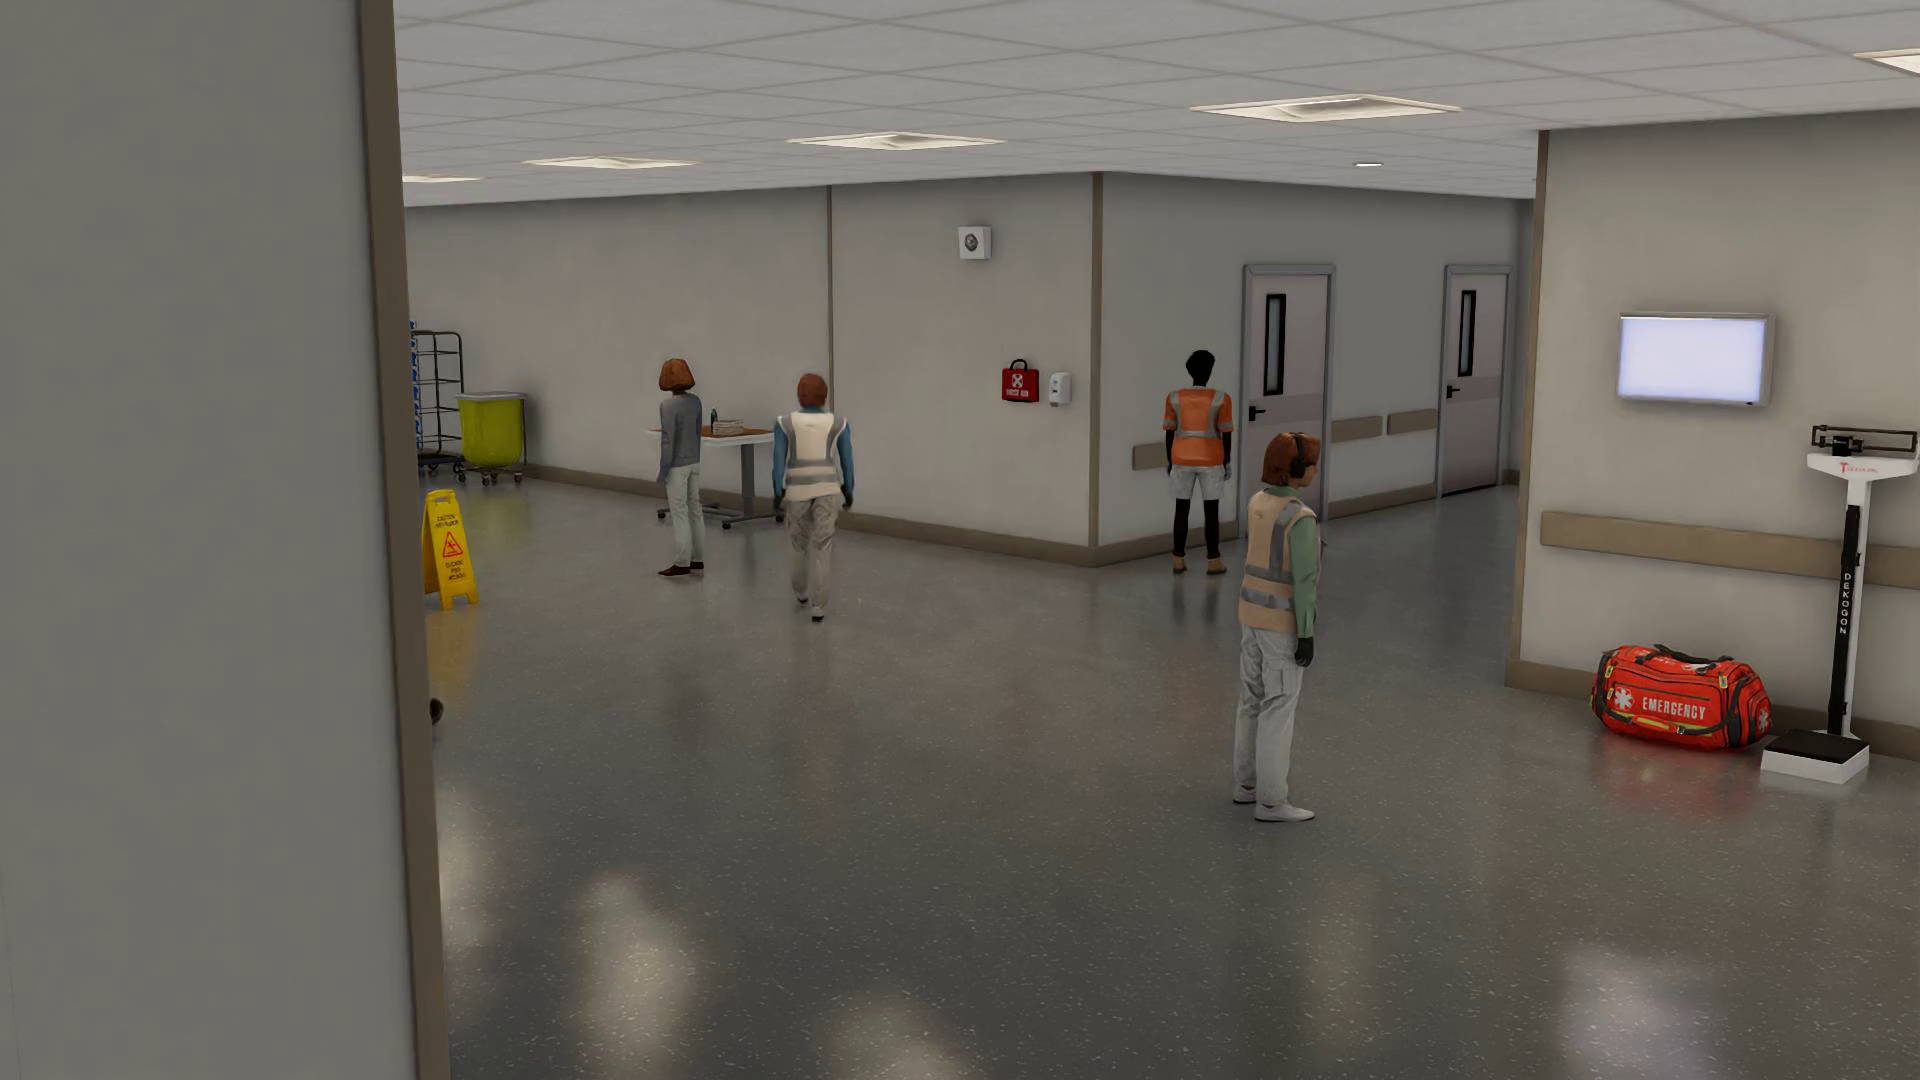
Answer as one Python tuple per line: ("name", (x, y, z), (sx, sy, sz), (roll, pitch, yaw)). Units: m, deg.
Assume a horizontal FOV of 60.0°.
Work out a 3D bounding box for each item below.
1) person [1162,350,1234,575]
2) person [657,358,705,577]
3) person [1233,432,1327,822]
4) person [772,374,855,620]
("person", (1.795, -0.582, 12.531), (0.540, 1.696, 0.317), (4, 10, 21))
("person", (-2.102, -0.540, 12.467), (0.283, 1.633, 0.497), (4, 10, 22))
("person", (1.333, 0.361, 6.957), (0.318, 1.629, 0.509), (-3, 10, -16))
("person", (-0.974, -0.306, 11.115), (0.546, 1.593, 0.830), (-1, 9, -4))
